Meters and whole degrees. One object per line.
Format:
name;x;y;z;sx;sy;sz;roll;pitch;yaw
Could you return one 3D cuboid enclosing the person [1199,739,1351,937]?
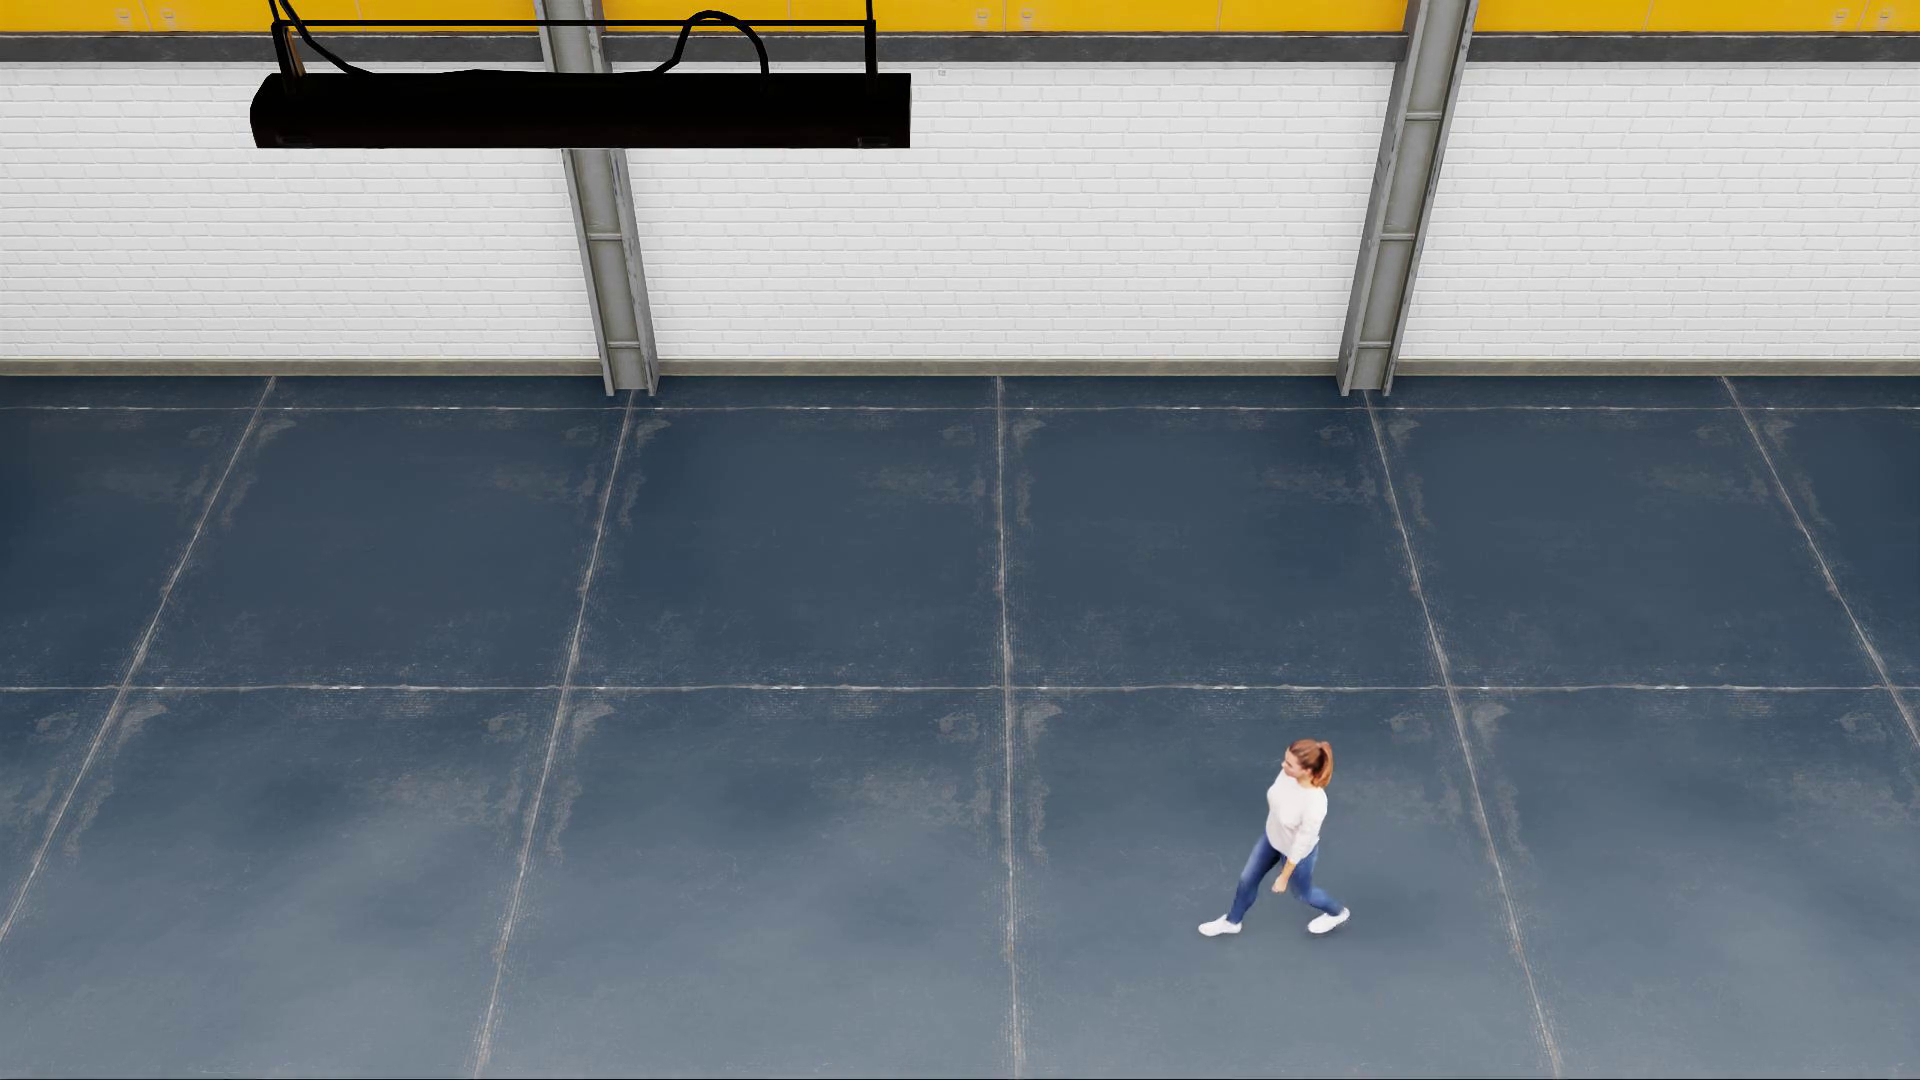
person;1.932;1.723;9.305;1.167;1.687;0.789;-9;44;-9
